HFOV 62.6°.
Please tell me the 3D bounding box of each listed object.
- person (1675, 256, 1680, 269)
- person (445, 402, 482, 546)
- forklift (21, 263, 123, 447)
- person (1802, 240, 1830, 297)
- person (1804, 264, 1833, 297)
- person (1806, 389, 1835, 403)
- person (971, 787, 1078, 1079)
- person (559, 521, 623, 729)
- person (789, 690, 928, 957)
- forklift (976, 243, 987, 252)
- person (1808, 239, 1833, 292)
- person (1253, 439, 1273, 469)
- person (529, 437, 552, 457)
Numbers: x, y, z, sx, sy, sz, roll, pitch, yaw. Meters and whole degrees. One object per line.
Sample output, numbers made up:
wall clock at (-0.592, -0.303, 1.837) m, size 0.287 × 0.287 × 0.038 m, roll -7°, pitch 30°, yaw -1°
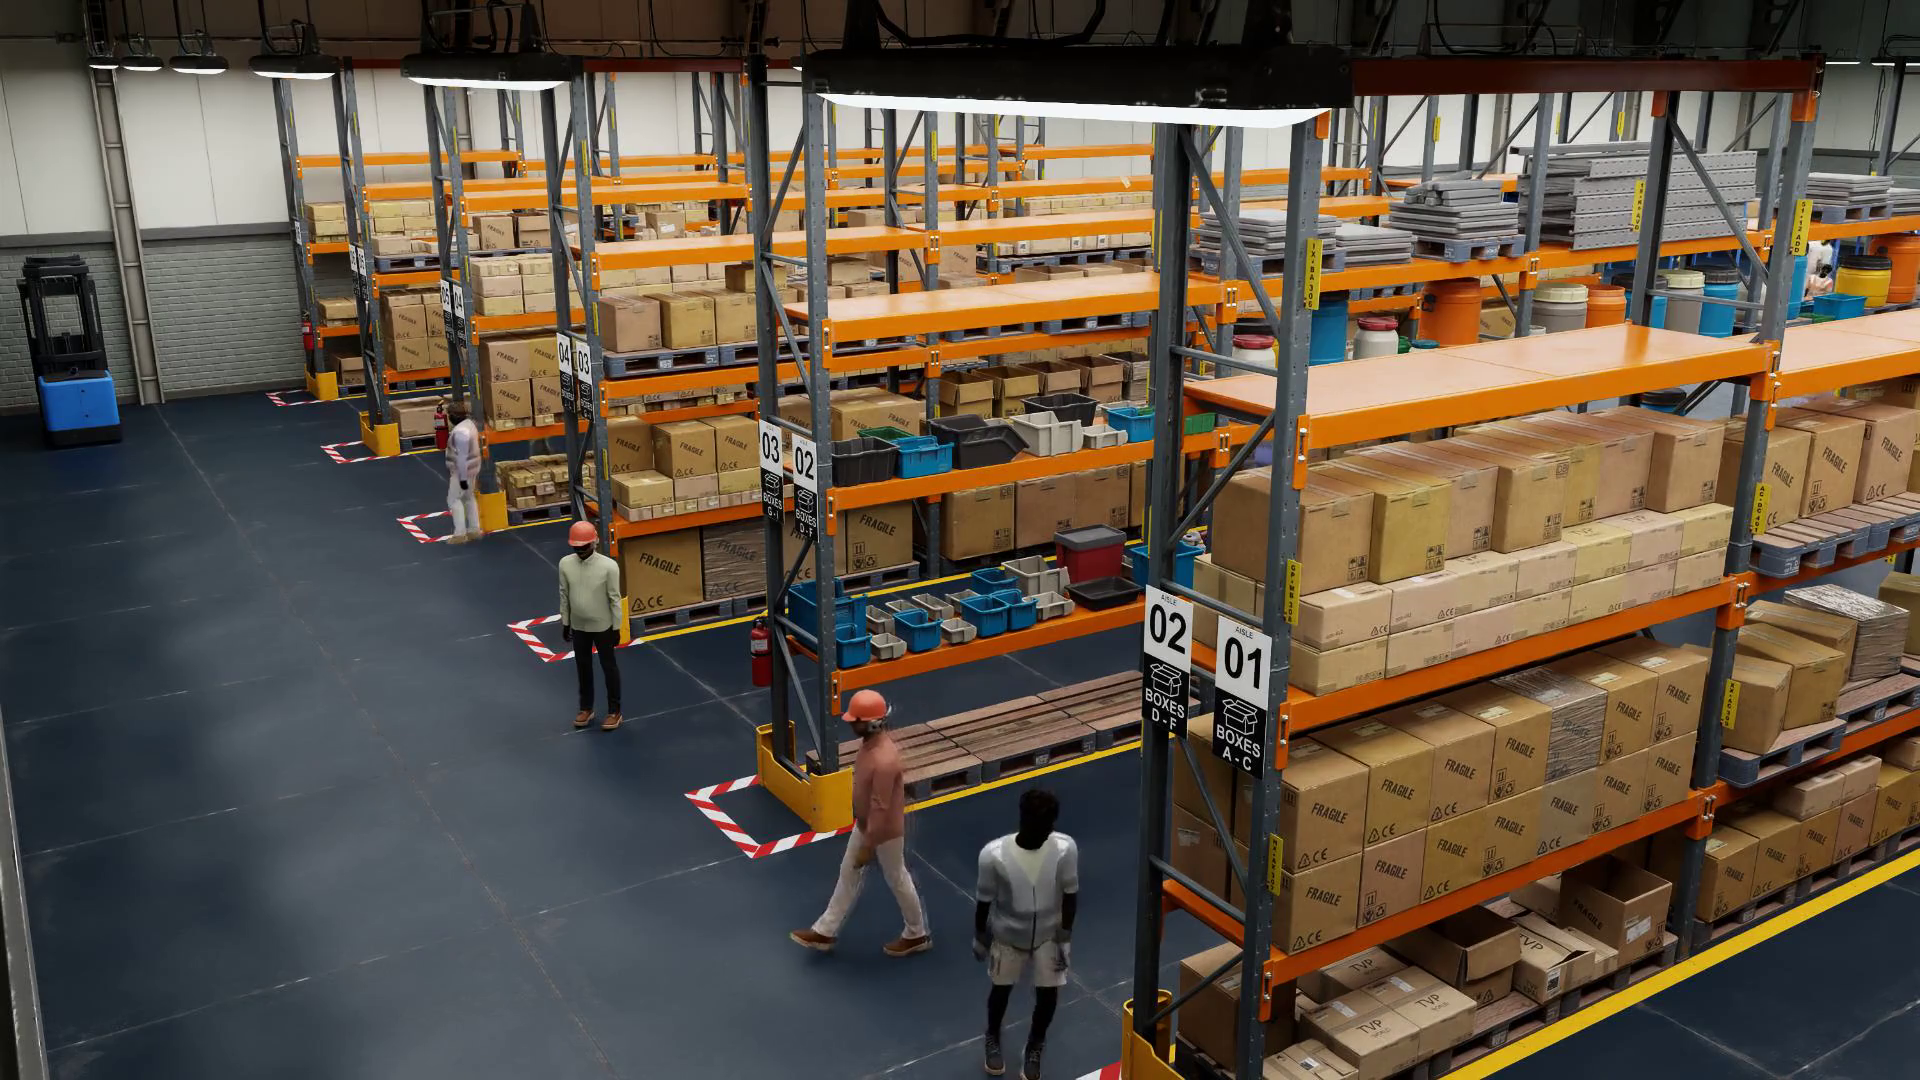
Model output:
person at (16.167, -5.536, 35.577) m, size 0.329 × 1.765 × 0.526 m, roll -3°, pitch 17°, yaw -10°
person at (-6.380, -0.862, 20.155) m, size 0.519 × 1.818 × 0.641 m, roll -1°, pitch 17°, yaw -2°
forklift at (-14.518, -3.079, 25.708) m, size 1.129 × 2.768 × 1.873 m, roll -10°, pitch 20°, yaw -31°
person at (21.558, -6.918, 39.900) m, size 0.667 × 1.920 × 0.411 m, roll -2°, pitch 17°, yaw -6°
person at (18.945, -5.263, 34.860) m, size 0.357 × 1.677 × 0.577 m, roll -15°, pitch 22°, yaw -40°
person at (12.387, -1.693, 22.544) m, size 0.621 × 2.015 × 0.701 m, roll -10°, pitch 20°, yaw -30°
person at (0.384, 2.351, 9.440) m, size 0.639 × 1.926 × 0.548 m, roll -3°, pitch 17°, yaw -9°
person at (-3.396, 0.772, 14.521) m, size 0.615 × 1.987 × 0.406 m, roll 4°, pitch 17°, yaw 14°
person at (-0.655, 1.955, 10.692) m, size 0.869 × 1.961 × 0.624 m, roll -7°, pitch 18°, yaw -21°
forklift at (0.988, -5.474, 34.718) m, size 1.214 × 2.155 × 2.313 m, roll -10°, pitch 20°, yaw -31°
person at (21.212, -6.630, 39.017) m, size 0.573 × 1.845 × 0.702 m, roll -7°, pitch 18°, yaw -21°
person at (4.149, -1.081, 20.736) m, size 0.842 × 1.907 × 0.547 m, roll -11°, pitch 20°, yaw -33°
person at (-6.299, -1.756, 23.120) m, size 0.614 × 1.793 × 0.850 m, roll 16°, pitch 23°, yaw 42°
